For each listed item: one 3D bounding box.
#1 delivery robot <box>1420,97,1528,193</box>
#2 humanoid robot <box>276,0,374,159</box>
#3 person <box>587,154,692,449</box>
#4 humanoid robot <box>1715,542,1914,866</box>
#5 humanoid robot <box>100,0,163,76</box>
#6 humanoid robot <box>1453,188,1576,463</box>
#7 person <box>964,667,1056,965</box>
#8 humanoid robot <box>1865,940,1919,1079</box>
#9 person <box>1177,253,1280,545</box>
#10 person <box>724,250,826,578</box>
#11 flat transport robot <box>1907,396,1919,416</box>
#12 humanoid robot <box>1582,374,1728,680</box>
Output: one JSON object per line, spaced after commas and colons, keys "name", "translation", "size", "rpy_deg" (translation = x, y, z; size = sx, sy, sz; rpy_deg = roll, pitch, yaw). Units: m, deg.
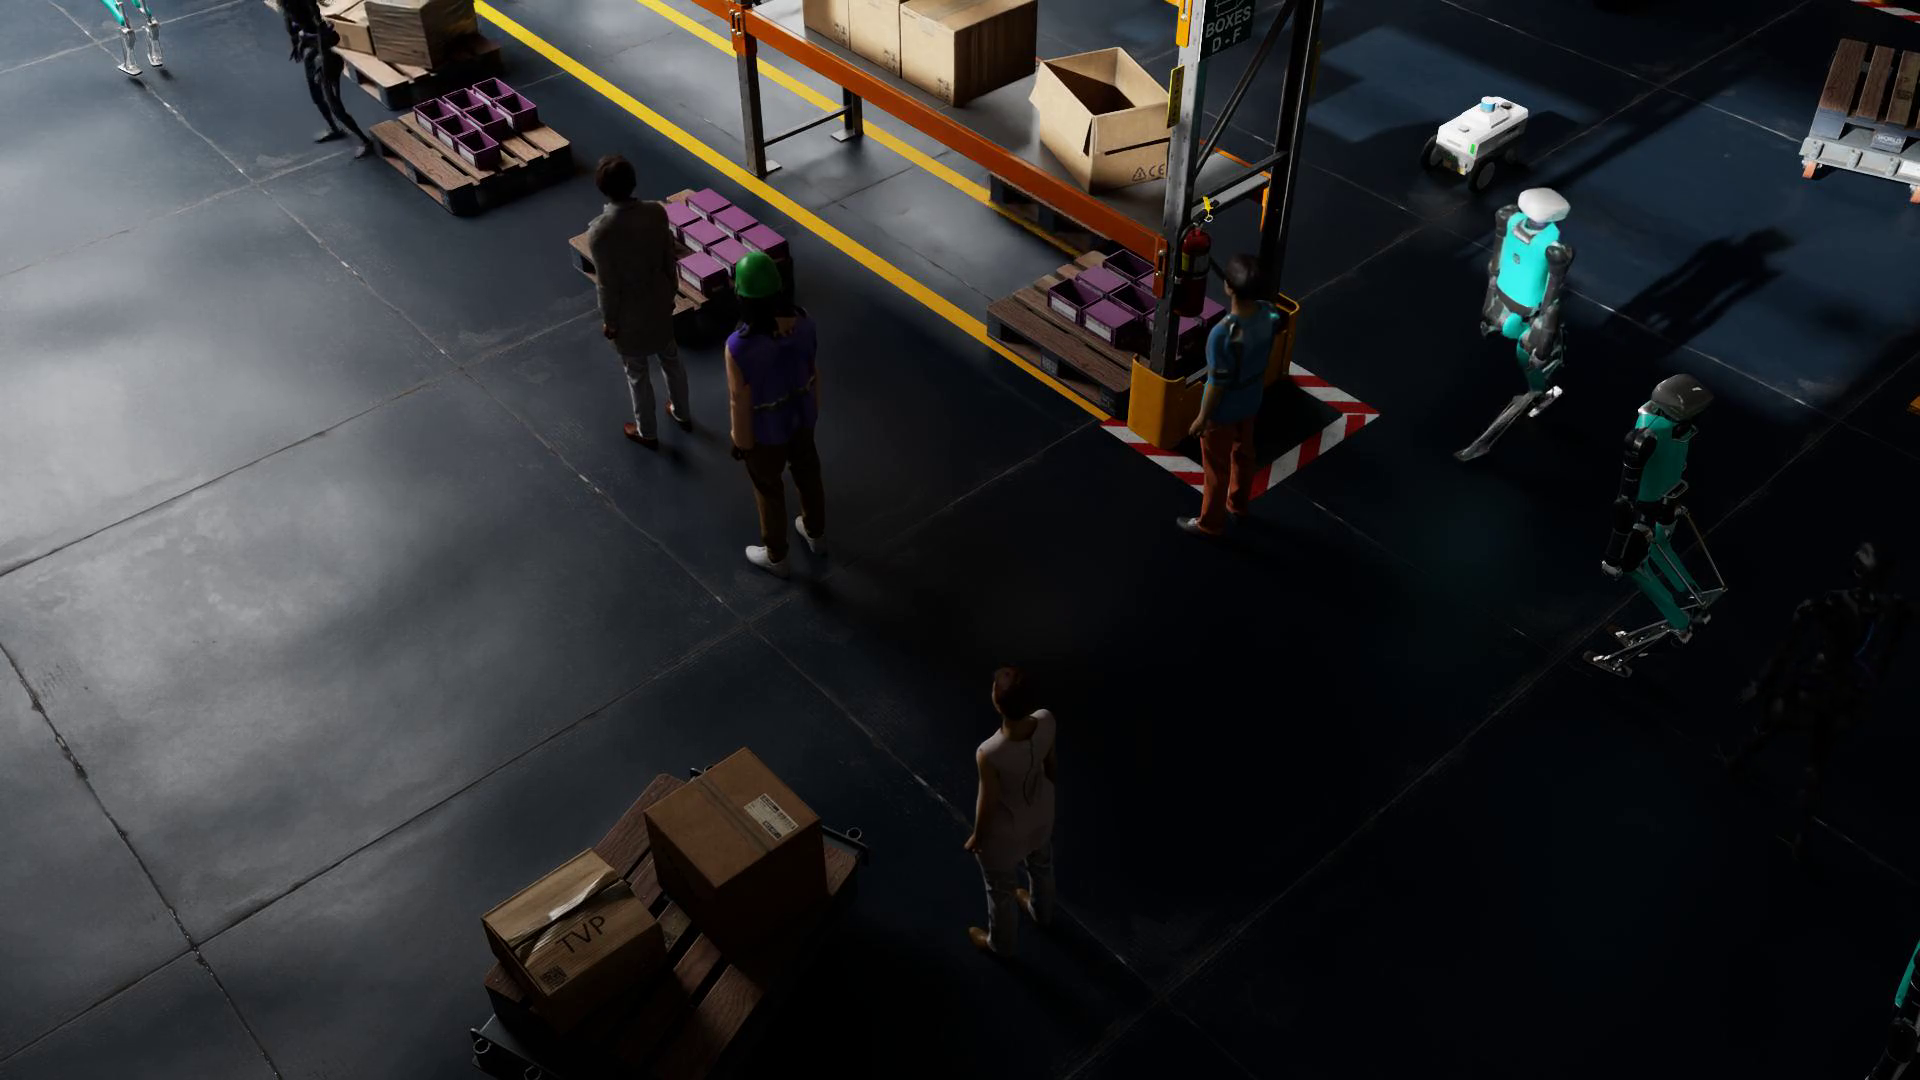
{"name": "delivery robot", "translation": [3.771, -2.927, 12.046], "size": [0.739, 0.566, 0.499], "rpy_deg": [-31, 51, -29]}
{"name": "humanoid robot", "translation": [-4.603, -3.541, 11.910], "size": [0.378, 1.639, 0.626], "rpy_deg": [-33, 52, -31]}
{"name": "person", "translation": [-1.821, -1.332, 9.393], "size": [0.514, 1.827, 0.362], "rpy_deg": [-31, 51, -29]}
{"name": "humanoid robot", "translation": [3.799, 0.671, 7.359], "size": [0.601, 1.616, 0.790], "rpy_deg": [-2, 43, -2]}
{"name": "humanoid robot", "translation": [-6.460, -4.329, 12.620], "size": [0.533, 1.677, 0.735], "rpy_deg": [-31, 51, -29]}
{"name": "humanoid robot", "translation": [3.353, -1.257, 9.411], "size": [1.009, 1.770, 0.530], "rpy_deg": [-20, 46, -20]}
{"name": "person", "translation": [0.219, 1.136, 6.829], "size": [0.459, 1.659, 0.270], "rpy_deg": [-31, 51, -29]}
{"name": "humanoid robot", "translation": [3.563, 1.871, 5.876], "size": [0.533, 1.677, 0.735], "rpy_deg": [-31, 51, -29]}
{"name": "person", "translation": [1.424, -0.731, 8.784], "size": [0.505, 1.764, 0.303], "rpy_deg": [-31, 51, -29]}
{"name": "person", "translation": [-0.943, -0.621, 8.544], "size": [0.544, 1.928, 0.414], "rpy_deg": [-31, 51, -29]}
{"name": "flat transport robot", "translation": [6.467, -0.989, 10.171], "size": [1.431, 0.231, 0.659], "rpy_deg": [-31, 51, -29]}
{"name": "humanoid robot", "translation": [3.395, 0.033, 7.876], "size": [0.533, 1.677, 0.735], "rpy_deg": [-31, 51, -29]}
